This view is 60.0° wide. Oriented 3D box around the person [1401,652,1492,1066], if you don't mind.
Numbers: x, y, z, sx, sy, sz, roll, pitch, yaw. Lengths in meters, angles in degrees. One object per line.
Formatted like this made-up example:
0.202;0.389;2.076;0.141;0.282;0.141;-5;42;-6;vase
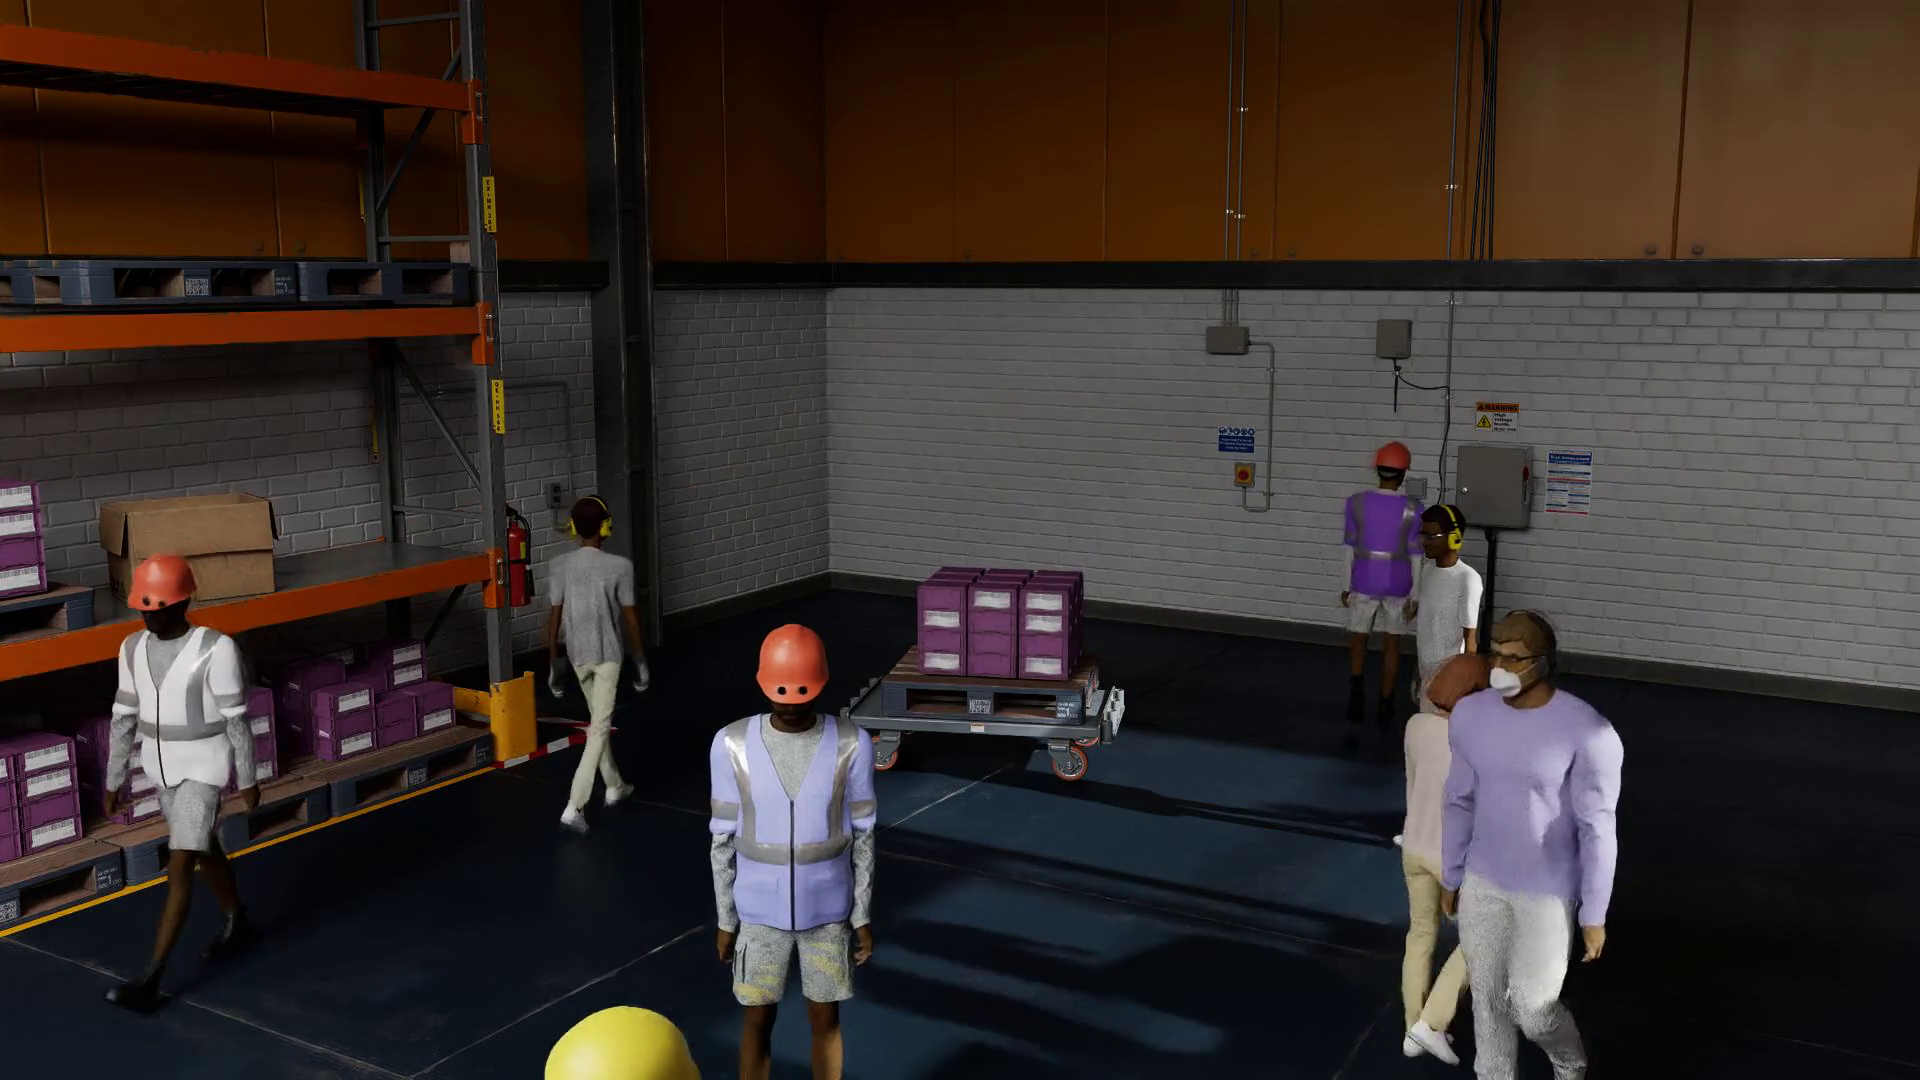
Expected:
1.870;1.214;6.349;0.337;1.616;0.518;-5;11;-30;person

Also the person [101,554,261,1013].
-3.321;0.988;6.964;0.585;1.869;1.021;3;9;16;person

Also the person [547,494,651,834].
-2.012;0.665;9.170;0.529;1.837;0.971;2;9;13;person

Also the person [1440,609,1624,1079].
1.923;1.175;5.644;0.503;1.925;0.645;-7;12;-38;person

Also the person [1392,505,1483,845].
2.483;0.735;8.606;0.317;1.860;0.509;-2;9;-14;person

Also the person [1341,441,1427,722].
2.812;0.302;11.094;0.563;1.923;0.650;4;10;22;person

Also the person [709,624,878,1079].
-0.538;1.209;5.434;0.547;1.926;0.390;-1;9;-5;person

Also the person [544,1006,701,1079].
-0.389;1.646;2.864;0.879;1.882;0.593;-7;11;-35;person
